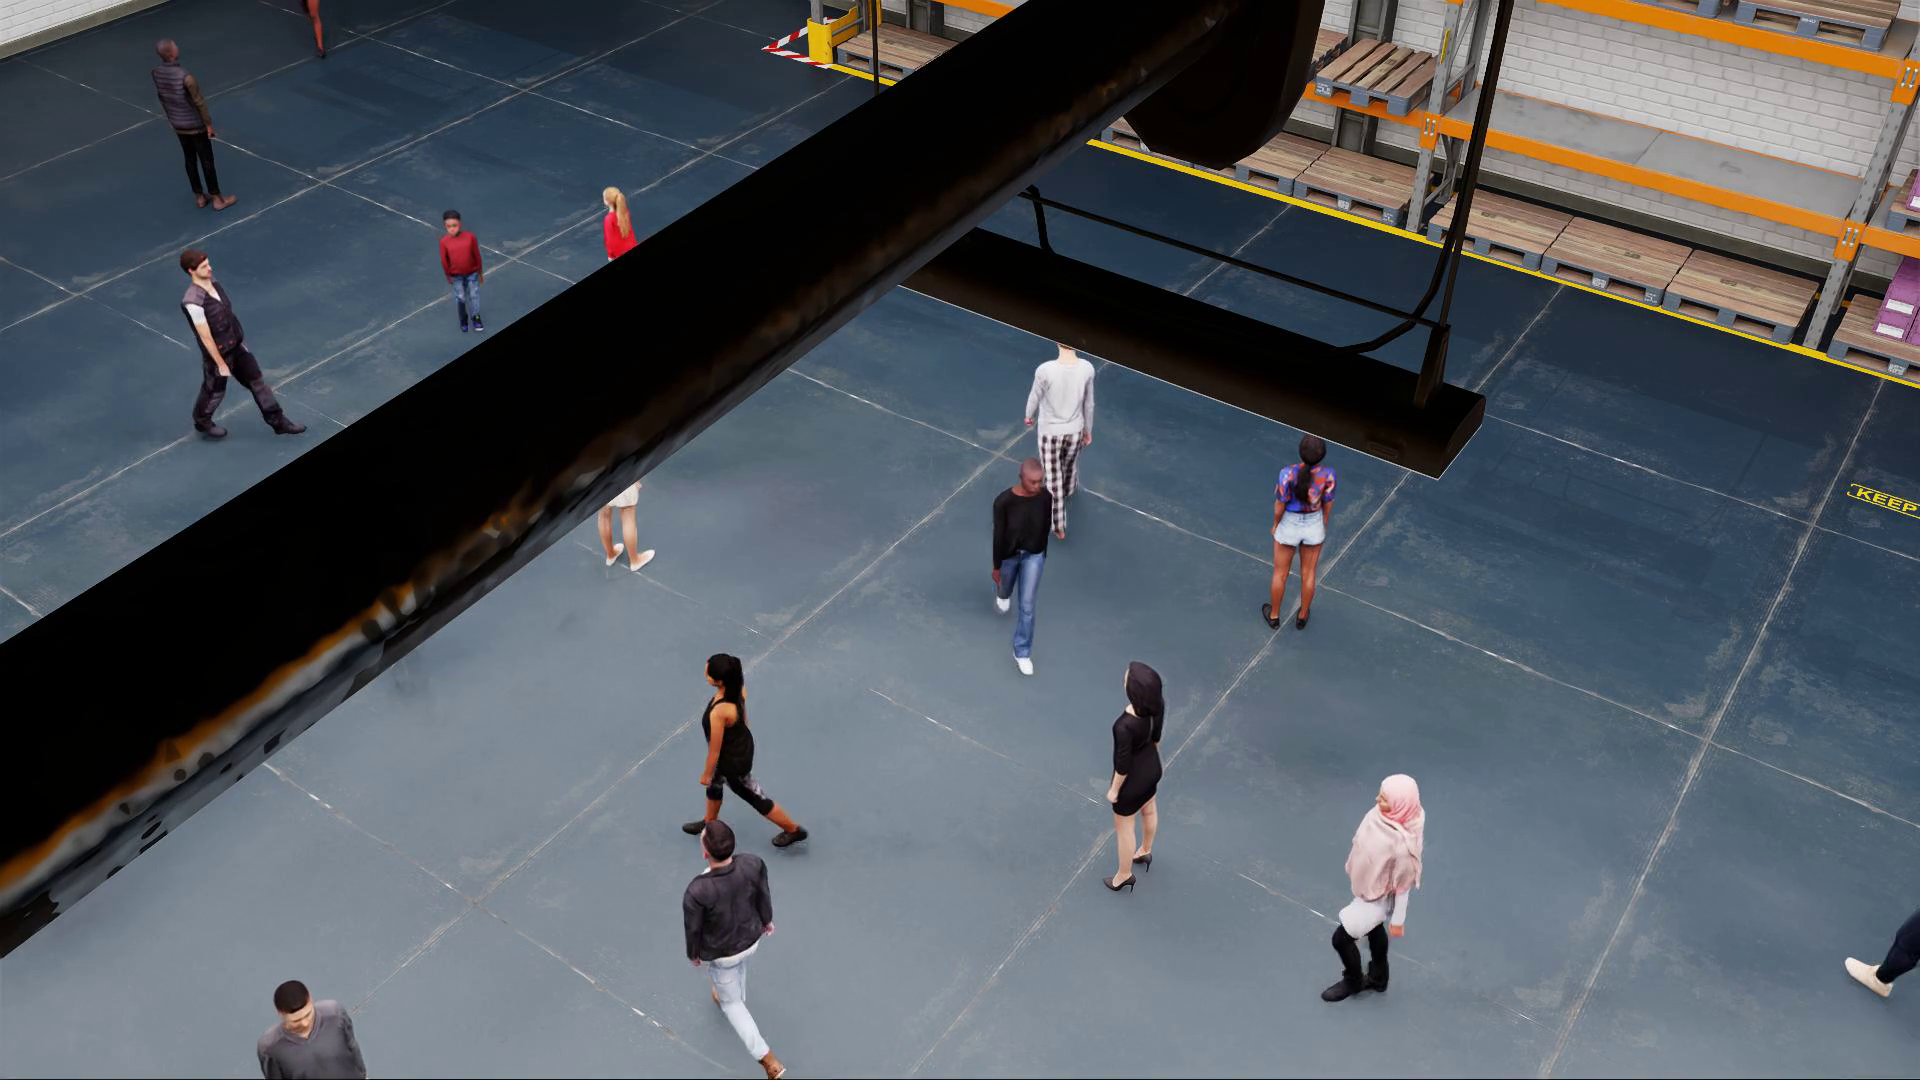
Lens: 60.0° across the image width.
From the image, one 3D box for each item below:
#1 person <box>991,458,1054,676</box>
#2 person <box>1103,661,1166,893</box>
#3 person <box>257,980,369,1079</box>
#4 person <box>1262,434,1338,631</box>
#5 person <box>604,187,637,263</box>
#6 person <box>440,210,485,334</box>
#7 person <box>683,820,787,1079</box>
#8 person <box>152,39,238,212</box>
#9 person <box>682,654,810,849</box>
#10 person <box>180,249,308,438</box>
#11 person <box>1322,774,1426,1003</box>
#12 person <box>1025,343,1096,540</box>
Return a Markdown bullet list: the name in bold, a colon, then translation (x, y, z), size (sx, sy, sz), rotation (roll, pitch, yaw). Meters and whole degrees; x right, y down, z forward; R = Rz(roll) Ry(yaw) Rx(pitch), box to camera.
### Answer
- **person**: translation (0.399, 0.081, 11.955), size (1.070, 1.718, 1.123), rotation (-6, 39, -8)
- **person**: translation (1.075, 1.461, 10.157), size (0.536, 1.806, 0.613), rotation (30, 47, 32)
- **person**: translation (-3.224, 2.828, 8.477), size (0.658, 1.766, 0.606), rotation (-30, 48, -32)
- **person**: translation (2.477, -0.067, 12.120), size (0.629, 1.742, 0.729), rotation (1, 39, 1)
- **person**: translation (-3.187, -2.762, 15.871), size (0.790, 1.272, 0.585), rotation (16, 41, 19)
- **person**: translation (-4.675, -2.561, 15.642), size (0.583, 1.245, 0.622), rotation (-14, 41, -17)
- **person**: translation (-1.220, 2.267, 9.146), size (0.854, 1.808, 1.167), rotation (-27, 46, -30)
- **person**: translation (-8.069, -4.351, 17.410), size (0.590, 1.835, 0.804), rotation (13, 40, 16)
- **person**: translation (-1.339, 1.368, 10.414), size (1.150, 1.629, 0.946), rotation (3, 39, 4)
- **person**: translation (-6.305, -1.591, 13.979), size (1.298, 1.803, 1.071), rotation (2, 39, 3)
- **person**: translation (2.479, 2.005, 9.488), size (0.850, 1.789, 0.802), rotation (-1, 39, -1)
- **person**: translation (0.800, -0.795, 12.979), size (1.019, 1.809, 1.114), rotation (-8, 39, -10)
